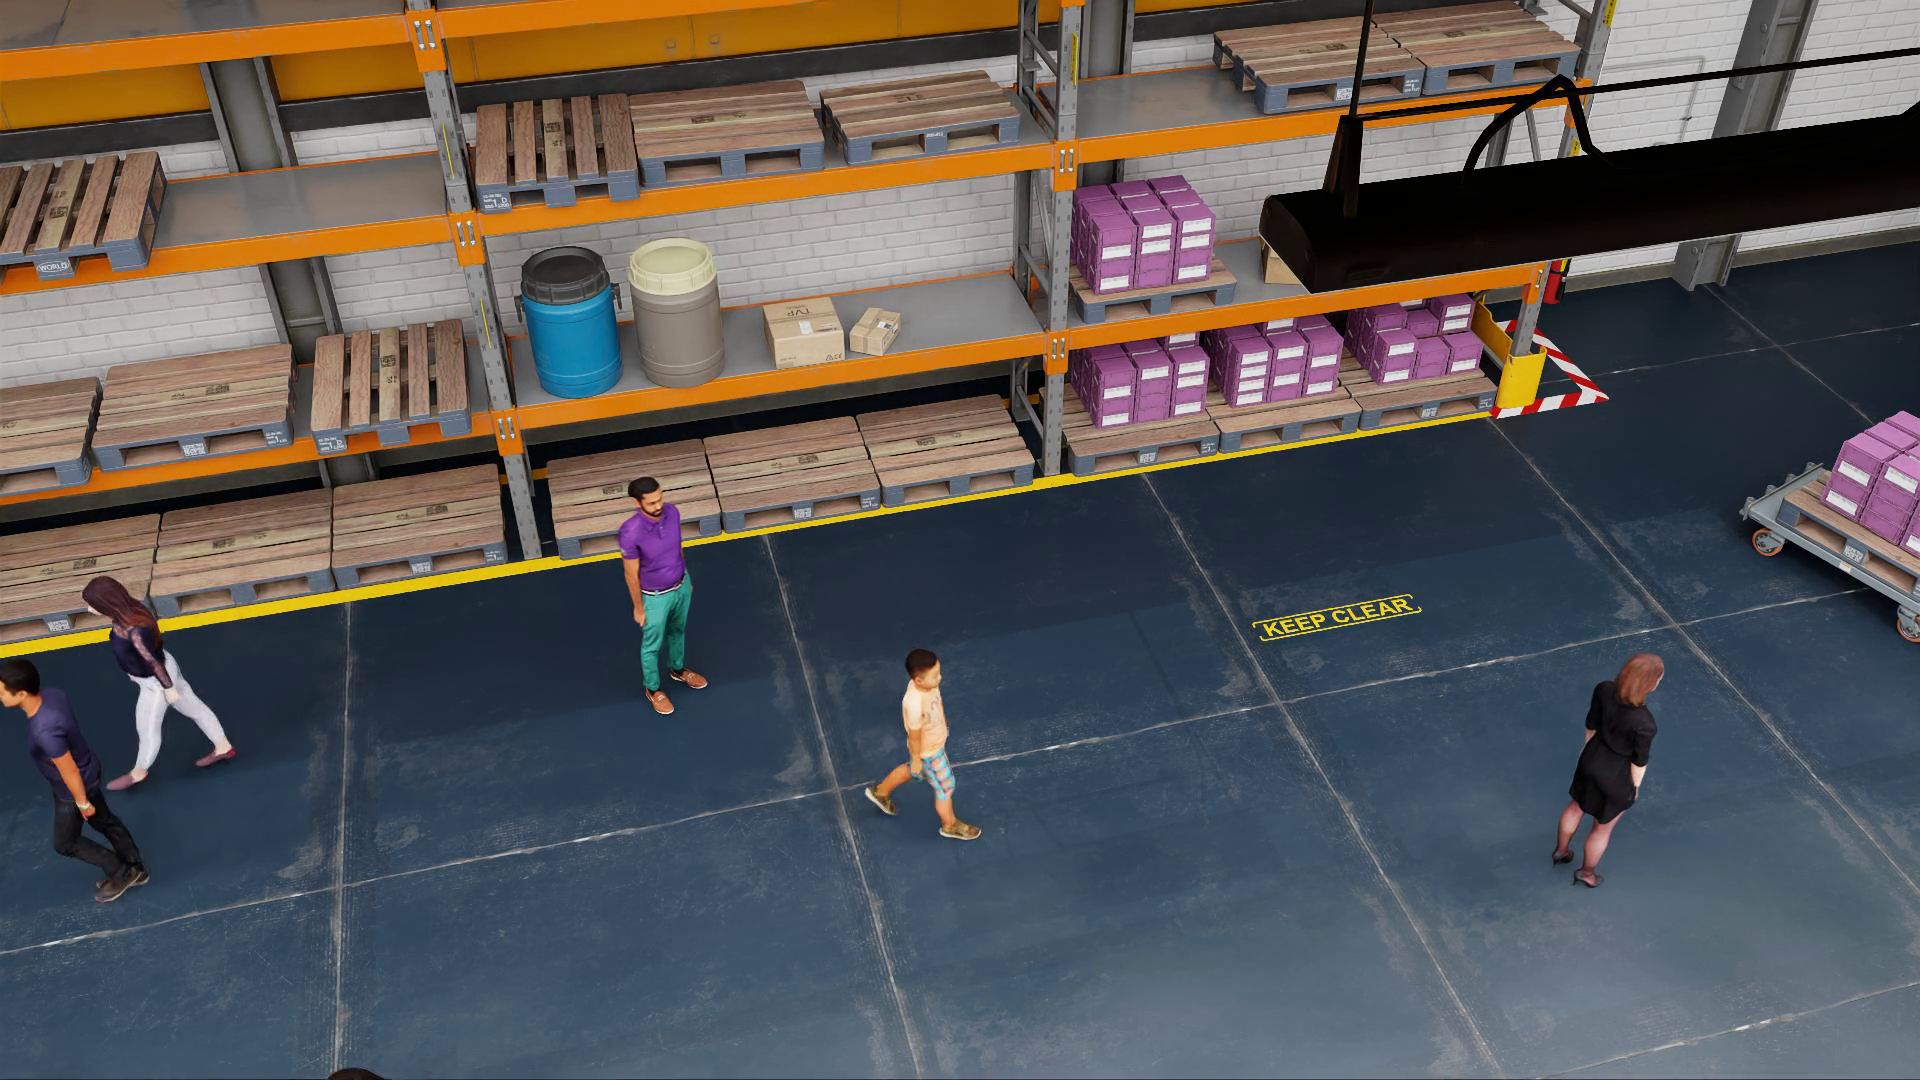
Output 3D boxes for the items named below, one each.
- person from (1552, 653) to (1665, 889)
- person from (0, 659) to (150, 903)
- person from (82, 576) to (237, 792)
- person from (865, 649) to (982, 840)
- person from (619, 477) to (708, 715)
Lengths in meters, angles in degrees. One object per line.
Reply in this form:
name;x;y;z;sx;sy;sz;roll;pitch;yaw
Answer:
person;3.656;1.309;9.400;0.561;1.705;0.626;-17;42;-20
person;-4.870;1.323;9.324;0.647;1.780;0.695;-17;42;-20
person;-4.815;0.828;10.116;1.036;1.565;0.744;-20;43;-23
person;-0.259;1.182;9.771;1.008;1.442;0.740;4;39;5
person;-1.911;0.312;10.600;0.769;1.767;0.675;26;45;29
